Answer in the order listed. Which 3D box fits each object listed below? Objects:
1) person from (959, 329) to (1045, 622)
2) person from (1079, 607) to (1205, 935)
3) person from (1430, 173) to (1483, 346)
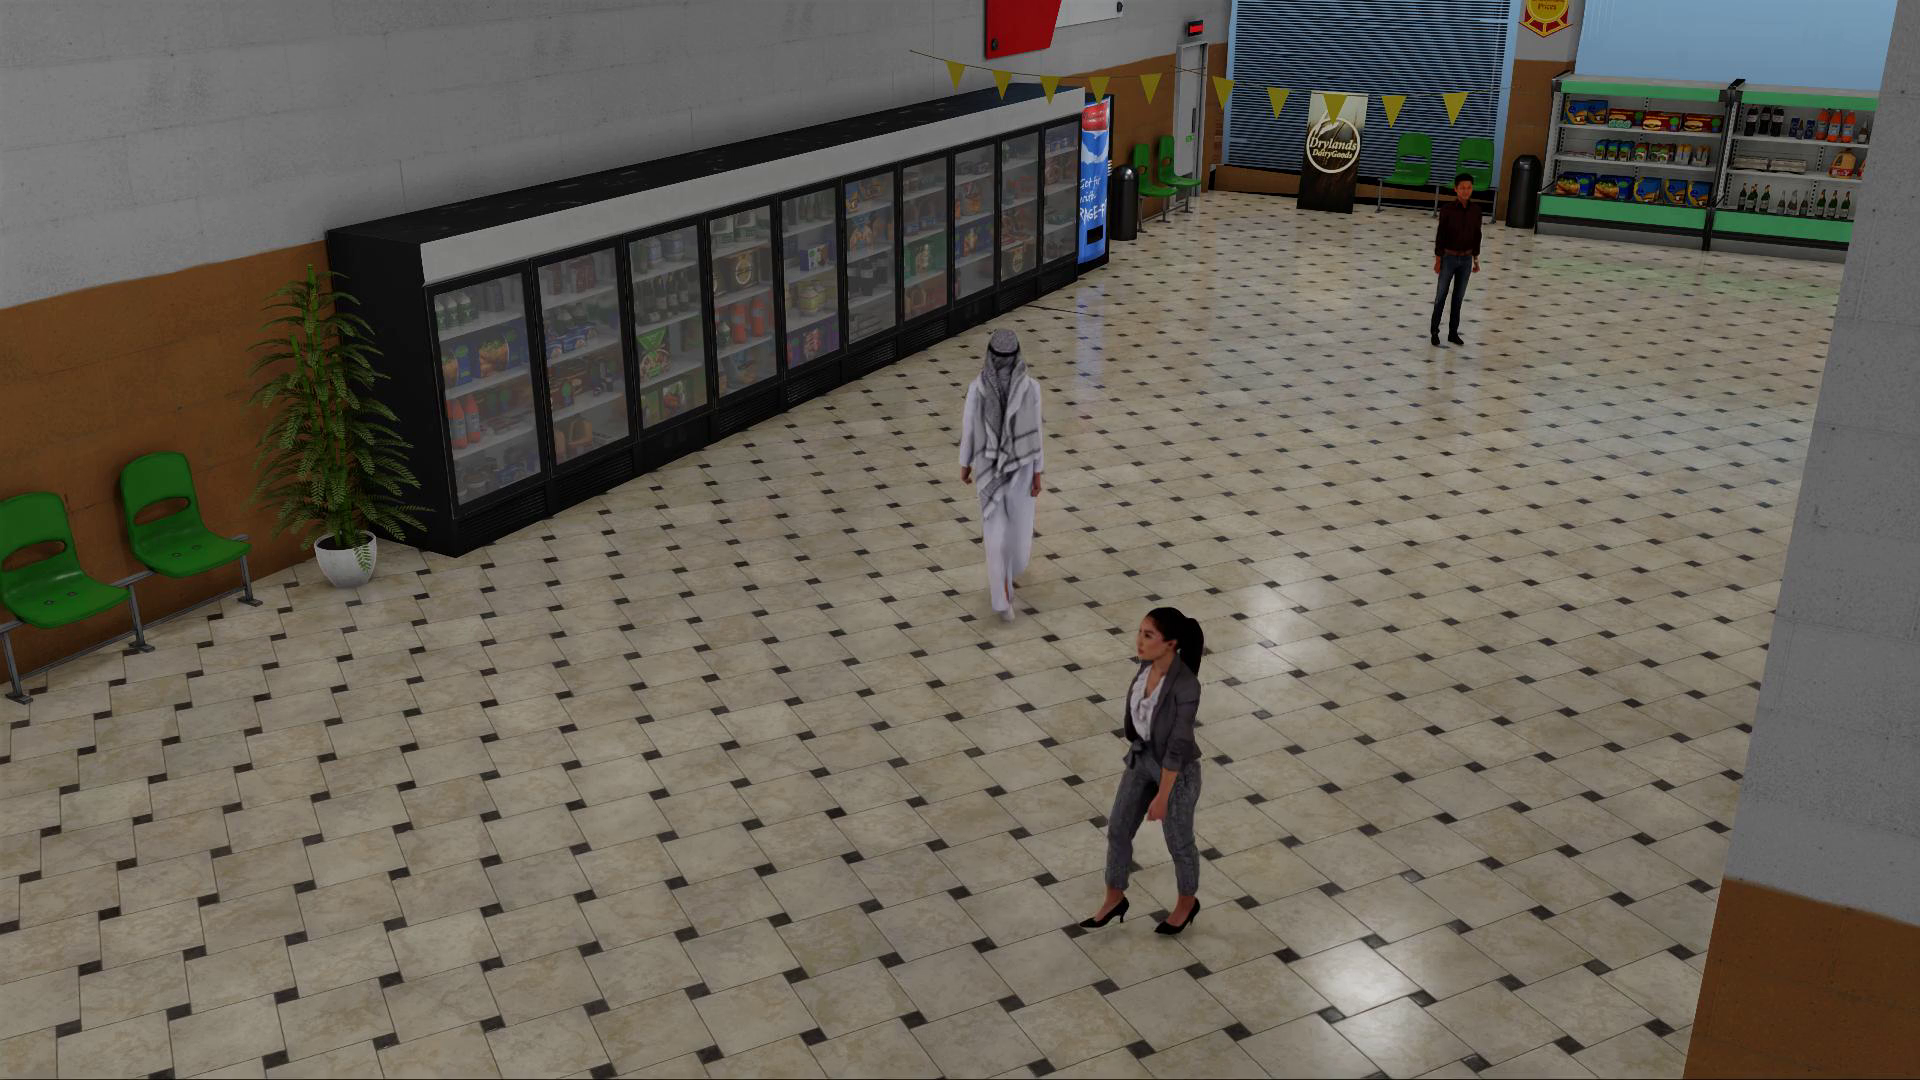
[{"bbox_3d":[0.299,-0.389,10.852,1.285,1.888,1.199,-1,22,-2],"label":"person"},{"bbox_3d":[1.004,1.065,7.541,0.895,1.658,0.862,-11,24,-25],"label":"person"},{"bbox_3d":[5.148,-2.921,17.295,0.673,1.782,0.777,-2,22,-5],"label":"person"}]
